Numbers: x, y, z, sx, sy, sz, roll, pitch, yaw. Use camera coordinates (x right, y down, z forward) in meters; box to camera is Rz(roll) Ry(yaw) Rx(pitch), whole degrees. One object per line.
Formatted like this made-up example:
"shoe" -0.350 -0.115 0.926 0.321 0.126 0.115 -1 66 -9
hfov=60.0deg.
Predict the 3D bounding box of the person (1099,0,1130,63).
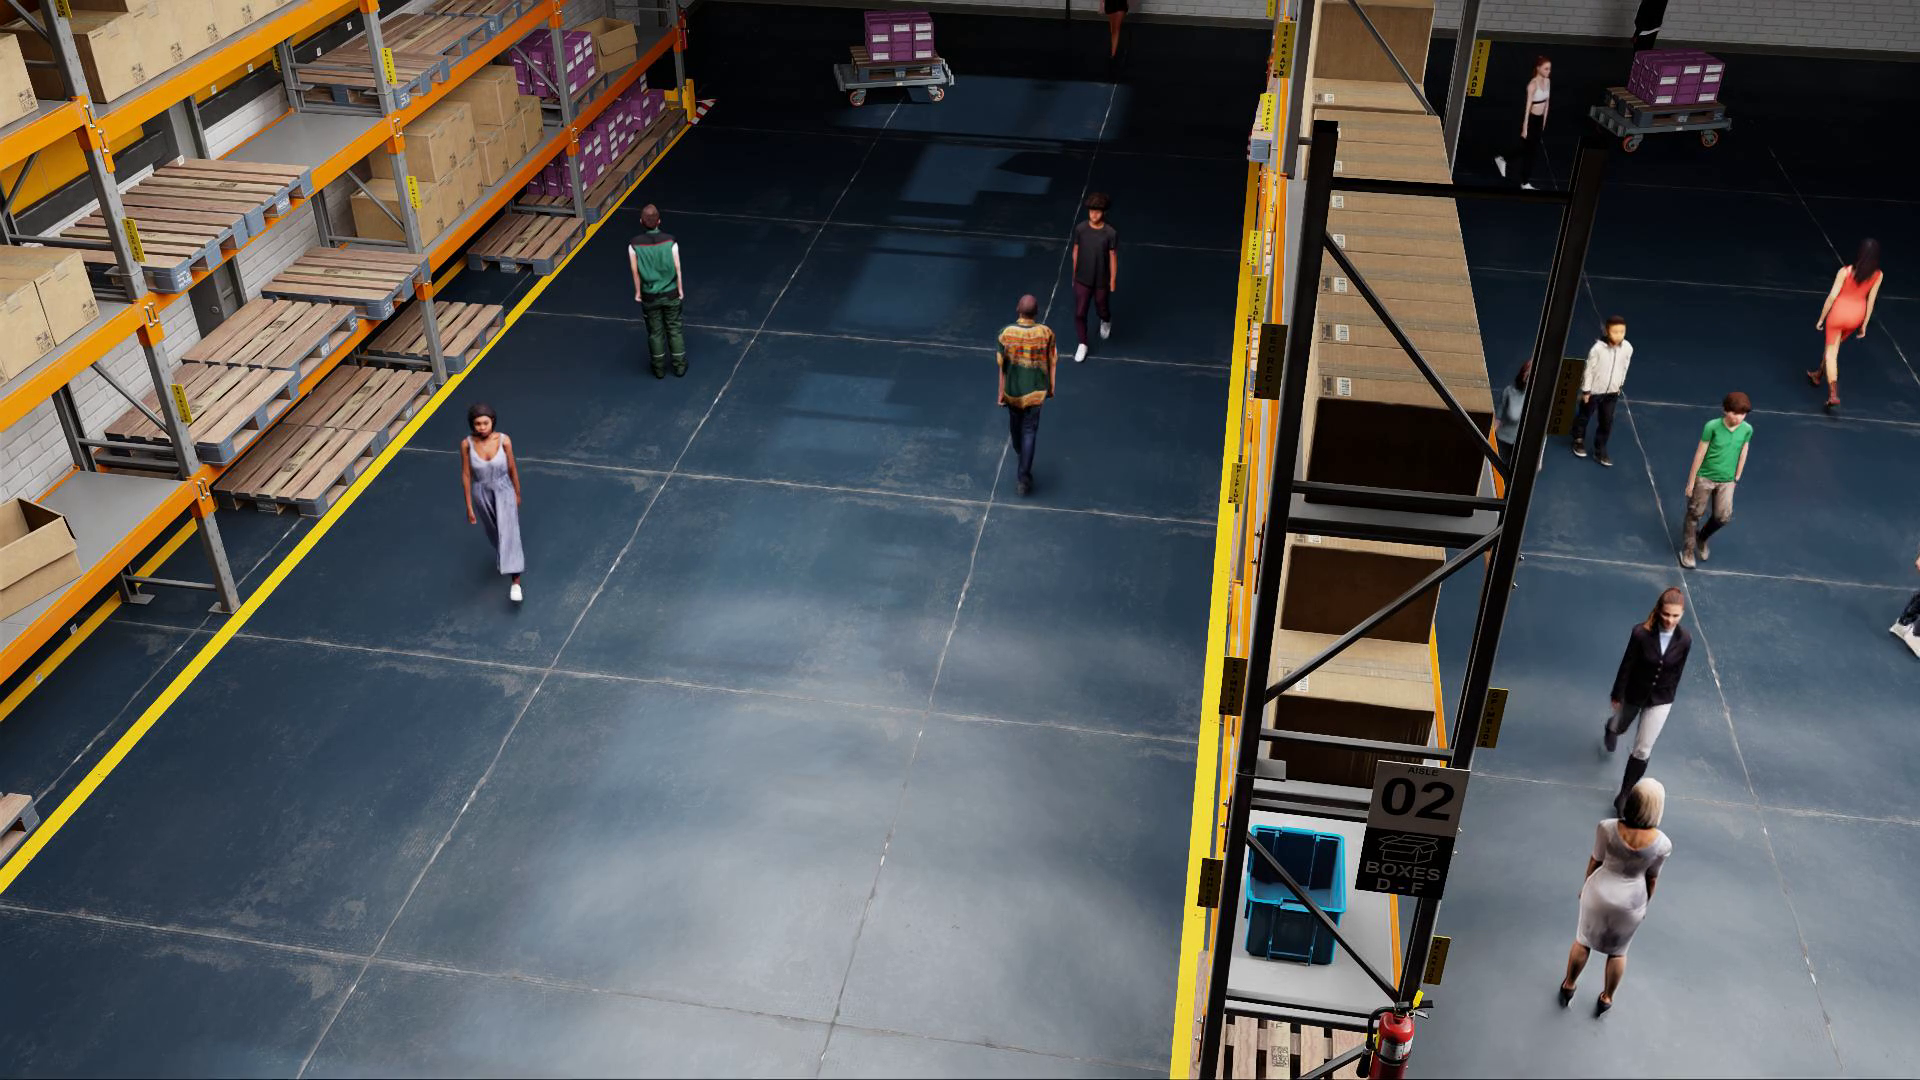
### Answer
"person" 2.380 -8.178 25.348 0.666 1.620 1.157 10 35 14

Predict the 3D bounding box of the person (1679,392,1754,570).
"person" 6.243 -0.549 13.854 0.580 1.638 0.615 5 34 8

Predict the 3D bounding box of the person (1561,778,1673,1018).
"person" 3.845 2.105 9.761 0.599 1.748 0.572 12 35 17

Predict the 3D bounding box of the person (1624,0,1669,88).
"person" 9.887 -7.327 23.889 0.752 1.818 0.816 -22 39 -29

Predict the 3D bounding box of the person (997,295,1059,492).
"person" 0.585 -1.283 14.853 0.730 1.755 1.201 4 34 6

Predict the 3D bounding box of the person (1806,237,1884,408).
"person" 8.587 -2.080 16.115 0.653 1.685 1.118 2 34 4

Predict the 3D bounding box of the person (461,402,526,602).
"person" -3.811 -0.384 13.598 0.822 1.648 1.186 -5 34 -7

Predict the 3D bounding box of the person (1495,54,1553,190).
"person" 7.078 -5.199 20.770 0.969 1.727 0.996 -24 41 -32

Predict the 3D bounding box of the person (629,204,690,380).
"person" -2.993 -2.479 16.573 0.715 1.843 0.696 -5 34 -8

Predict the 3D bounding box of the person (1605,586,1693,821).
"person" 4.677 1.040 11.406 0.630 1.702 1.130 9 35 13

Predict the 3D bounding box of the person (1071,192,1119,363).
"person" 1.378 -2.739 17.029 0.688 1.770 0.932 10 35 15

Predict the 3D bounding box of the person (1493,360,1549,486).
"person" 4.708 -0.784 14.133 0.698 1.721 0.966 11 35 16

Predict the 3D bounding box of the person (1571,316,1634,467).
"person" 5.893 -1.439 15.373 0.713 1.439 0.811 -4 34 -6
